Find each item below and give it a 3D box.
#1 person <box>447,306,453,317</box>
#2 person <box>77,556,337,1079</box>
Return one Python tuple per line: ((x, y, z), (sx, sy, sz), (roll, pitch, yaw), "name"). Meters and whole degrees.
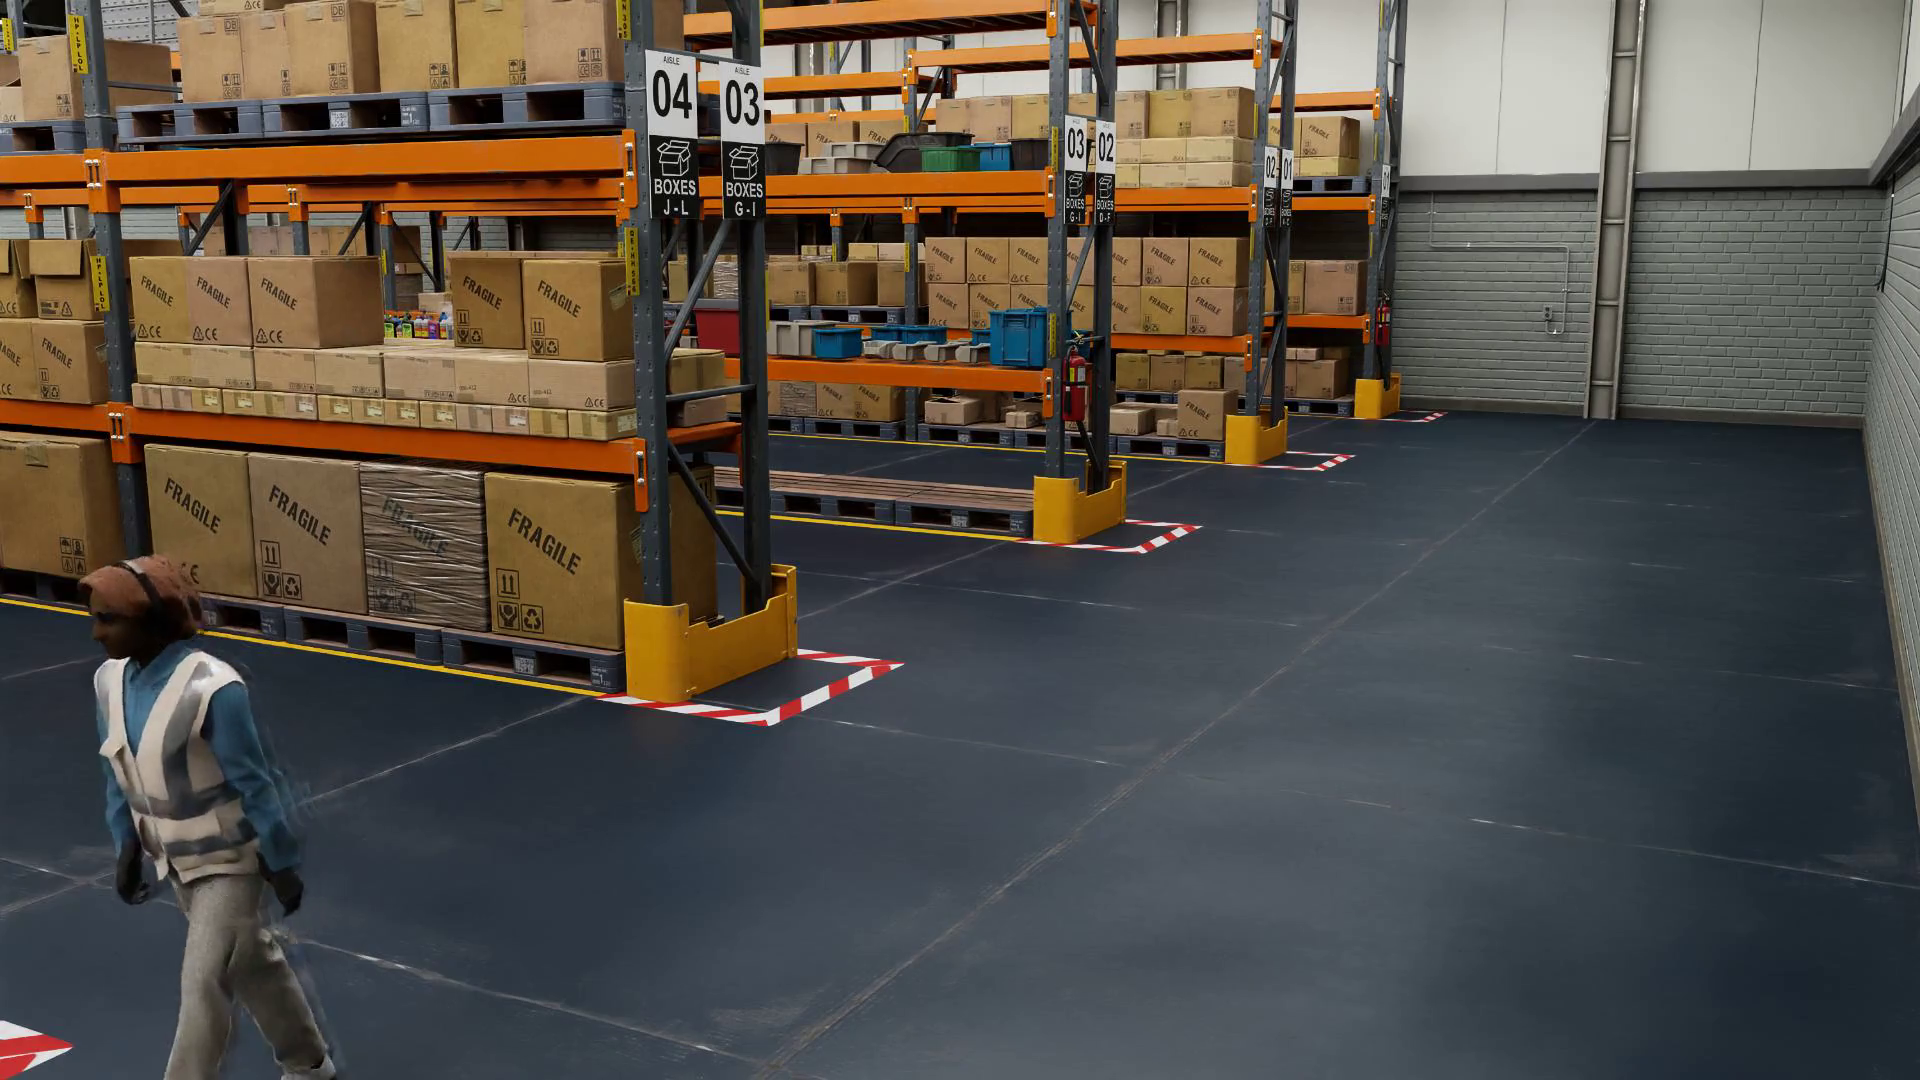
((-5.994, -2.232, 20.050), (0.734, 1.852, 0.517), (5, 11, 25), "person")
((-1.919, 0.807, 4.181), (0.533, 1.585, 0.822), (7, 12, 32), "person")
